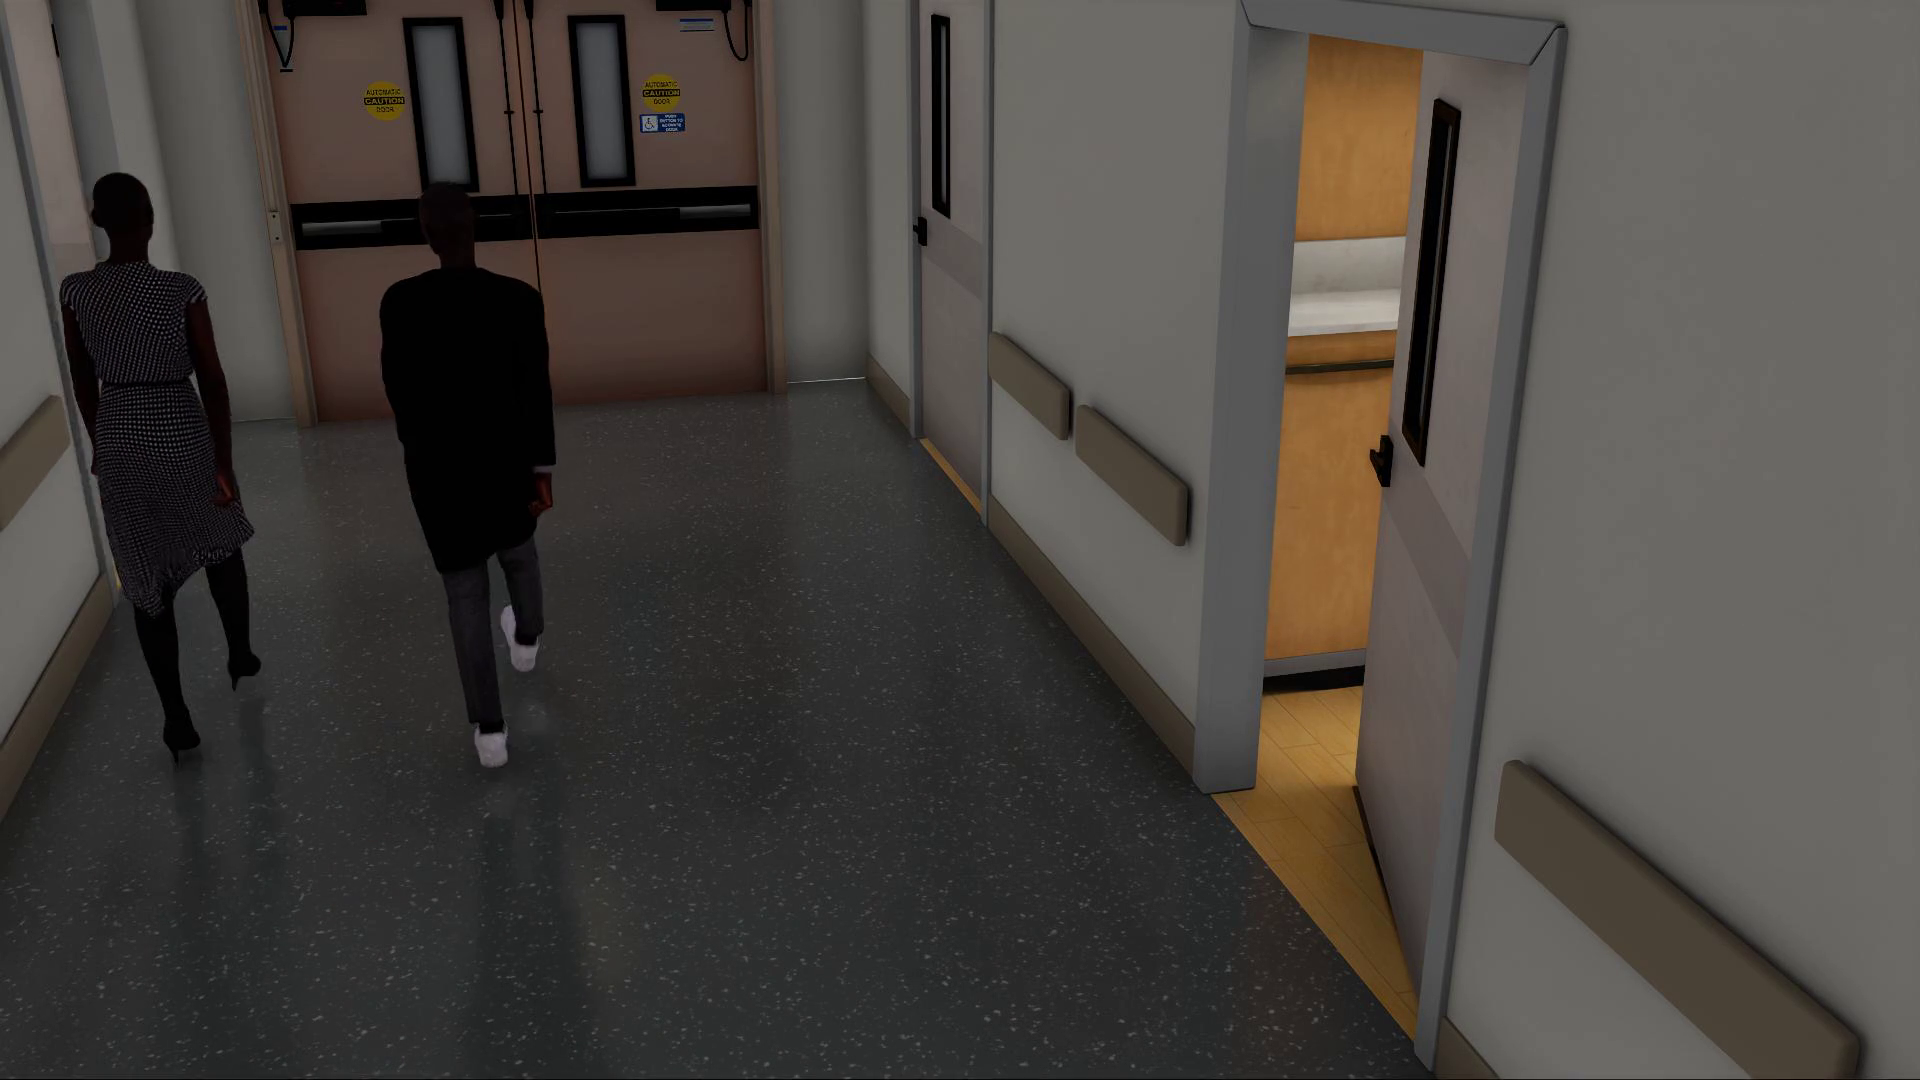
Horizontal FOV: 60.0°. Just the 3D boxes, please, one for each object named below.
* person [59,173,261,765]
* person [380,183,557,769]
[{"bbox_3d":[-2.418,-0.165,4.983,0.660,1.762,0.930,-5,21,-13],"label":"person"},{"bbox_3d":[-1.469,-0.147,5.008,0.698,1.709,1.142,-7,22,-17],"label":"person"}]
